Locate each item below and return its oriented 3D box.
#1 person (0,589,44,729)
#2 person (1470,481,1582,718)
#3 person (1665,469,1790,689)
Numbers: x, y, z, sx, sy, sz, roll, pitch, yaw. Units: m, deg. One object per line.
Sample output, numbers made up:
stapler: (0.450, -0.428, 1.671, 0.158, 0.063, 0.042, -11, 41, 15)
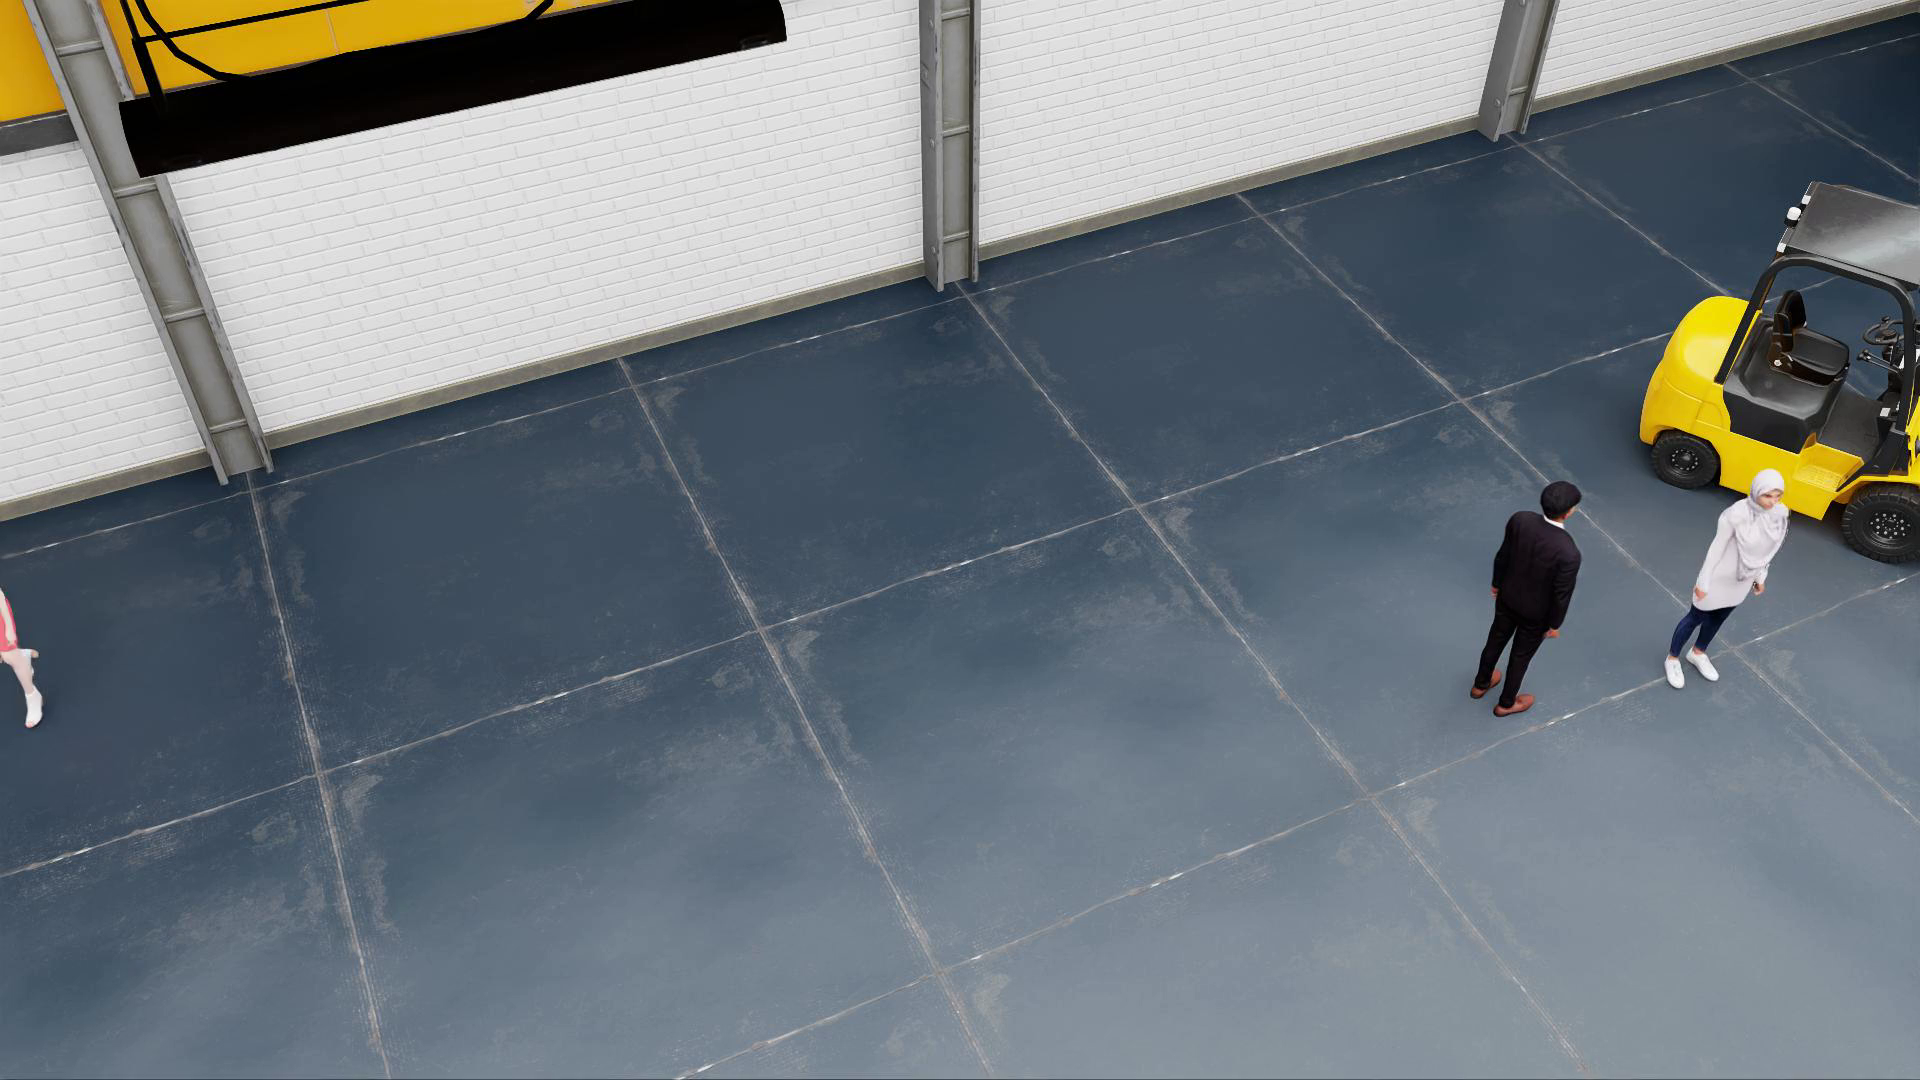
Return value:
person: (-6.092, 0.436, 10.461, 0.815, 1.805, 0.815, 0, 44, 0)
person: (3.560, 0.372, 10.472, 0.603, 1.883, 0.727, -25, 49, -24)
person: (4.948, 0.226, 10.702, 0.558, 1.777, 0.727, -8, 44, -8)
